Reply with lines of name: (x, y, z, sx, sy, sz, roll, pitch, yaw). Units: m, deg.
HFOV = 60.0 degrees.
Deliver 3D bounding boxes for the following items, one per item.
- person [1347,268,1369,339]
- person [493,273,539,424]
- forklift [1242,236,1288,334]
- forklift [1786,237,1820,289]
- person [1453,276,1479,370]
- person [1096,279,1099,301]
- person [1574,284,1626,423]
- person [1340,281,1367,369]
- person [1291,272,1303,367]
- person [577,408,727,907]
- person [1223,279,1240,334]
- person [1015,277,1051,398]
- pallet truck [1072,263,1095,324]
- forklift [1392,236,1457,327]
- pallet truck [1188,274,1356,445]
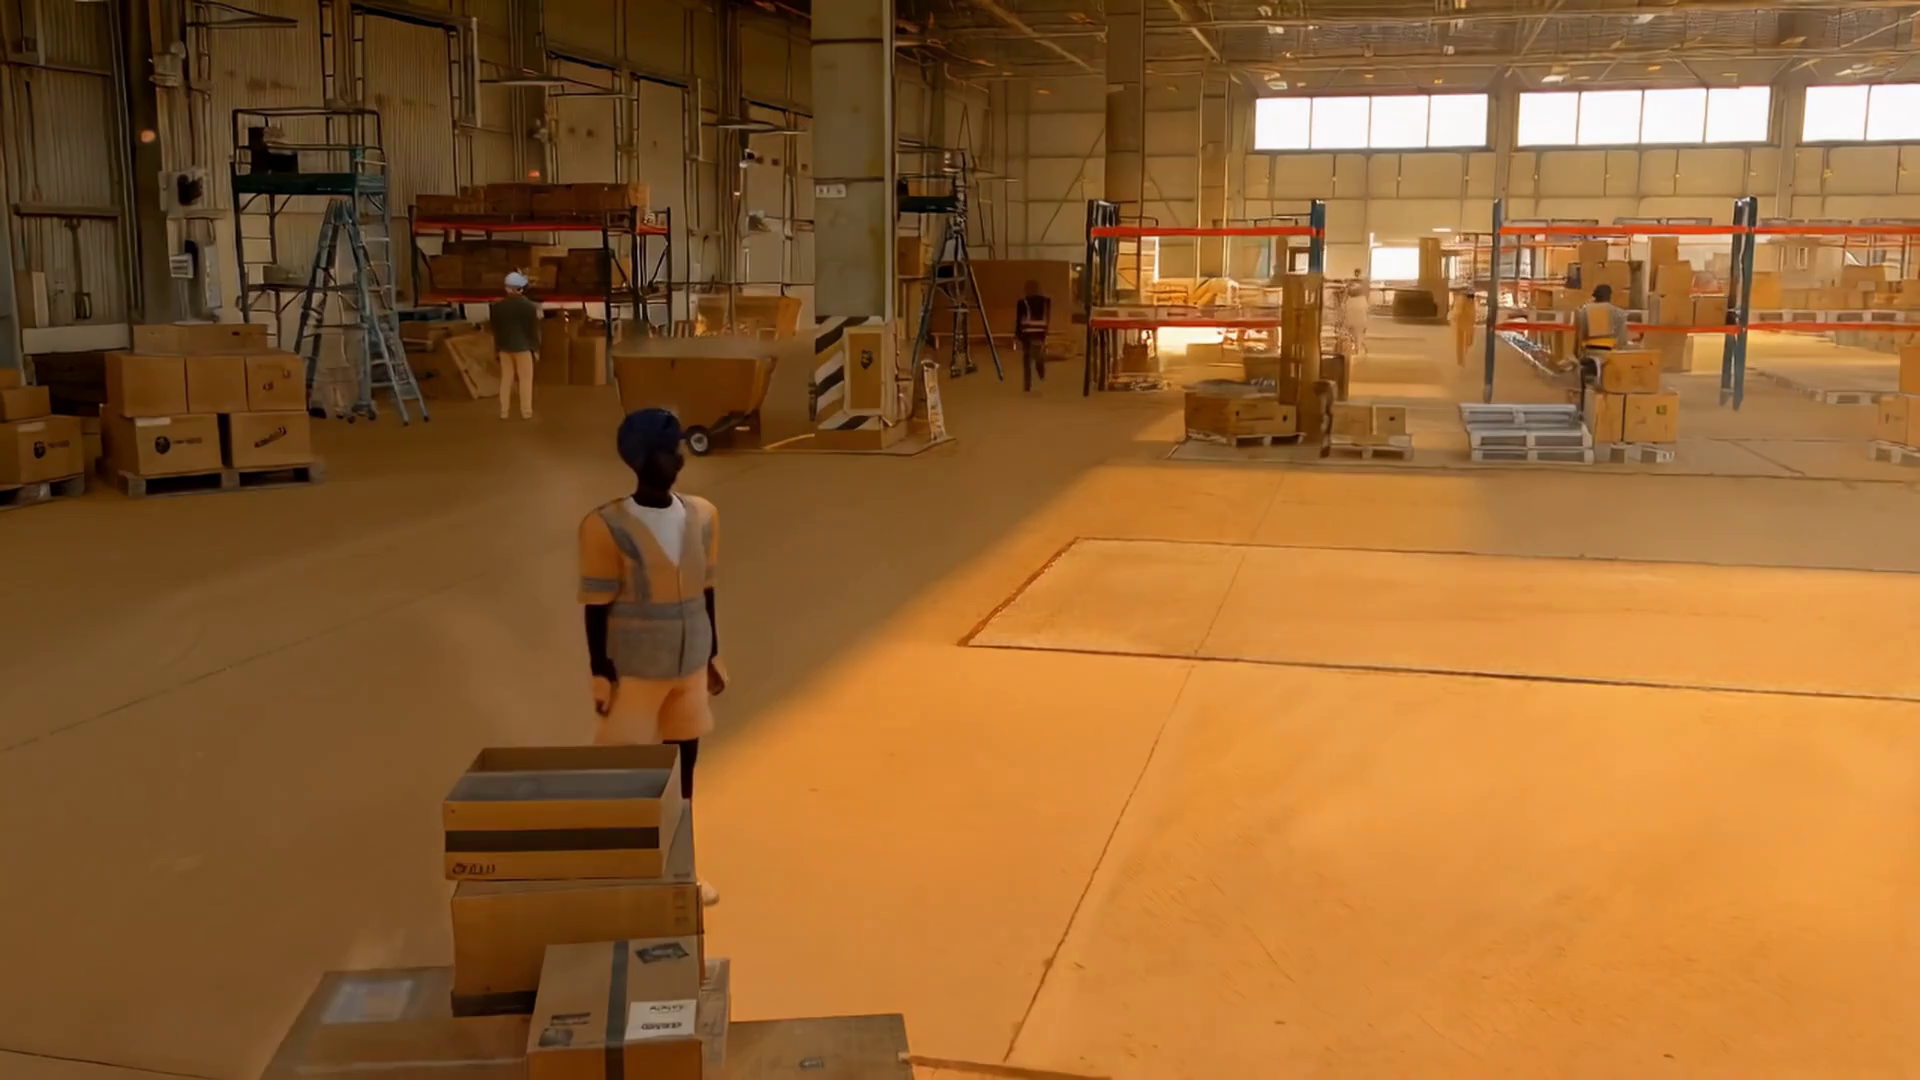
person: (10.727, -6.361, 44.787, 0.636, 1.899, 1.005, -1, 10, -6)
person: (-5.817, -2.504, 21.821, 0.628, 1.981, 0.437, 2, 10, 12)
forklift: (8.450, -6.728, 44.019, 1.873, 2.768, 1.129, 2, 10, 14)
forklift: (26.782, -8.250, 52.978, 1.873, 2.768, 1.129, -5, 11, -26)
person: (9.870, -4.247, 32.494, 0.546, 1.829, 0.468, -3, 10, -16)
person: (4.775, -8.450, 56.996, 0.783, 1.910, 0.572, -5, 11, -27)
person: (8.204, -2.359, 21.348, 0.619, 1.845, 0.430, 4, 10, 21)
person: (7.591, -4.154, 32.272, 0.502, 1.717, 0.723, 9, 13, 42)
person: (6.818, -4.420, 33.347, 0.644, 1.896, 1.015, 8, 13, 40)
person: (-0.996, 0.412, 5.456, 0.540, 1.695, 0.317, -9, 13, -44)
person: (7.592, -6.504, 46.520, 0.519, 1.582, 0.862, 2, 10, 11)
person: (1.123, -3.144, 25.882, 0.601, 1.866, 0.468, -3, 10, -15)
pallet truck: (4.325, -8.180, 55.162, 0.823, 1.965, 1.885, 6, 11, 31)
forklift: (14.687, -8.123, 52.230, 1.873, 2.768, 1.129, -2, 10, -14)
pallet truck: (3.653, -2.138, 19.590, 1.885, 1.965, 0.823, -4, 10, -20)
